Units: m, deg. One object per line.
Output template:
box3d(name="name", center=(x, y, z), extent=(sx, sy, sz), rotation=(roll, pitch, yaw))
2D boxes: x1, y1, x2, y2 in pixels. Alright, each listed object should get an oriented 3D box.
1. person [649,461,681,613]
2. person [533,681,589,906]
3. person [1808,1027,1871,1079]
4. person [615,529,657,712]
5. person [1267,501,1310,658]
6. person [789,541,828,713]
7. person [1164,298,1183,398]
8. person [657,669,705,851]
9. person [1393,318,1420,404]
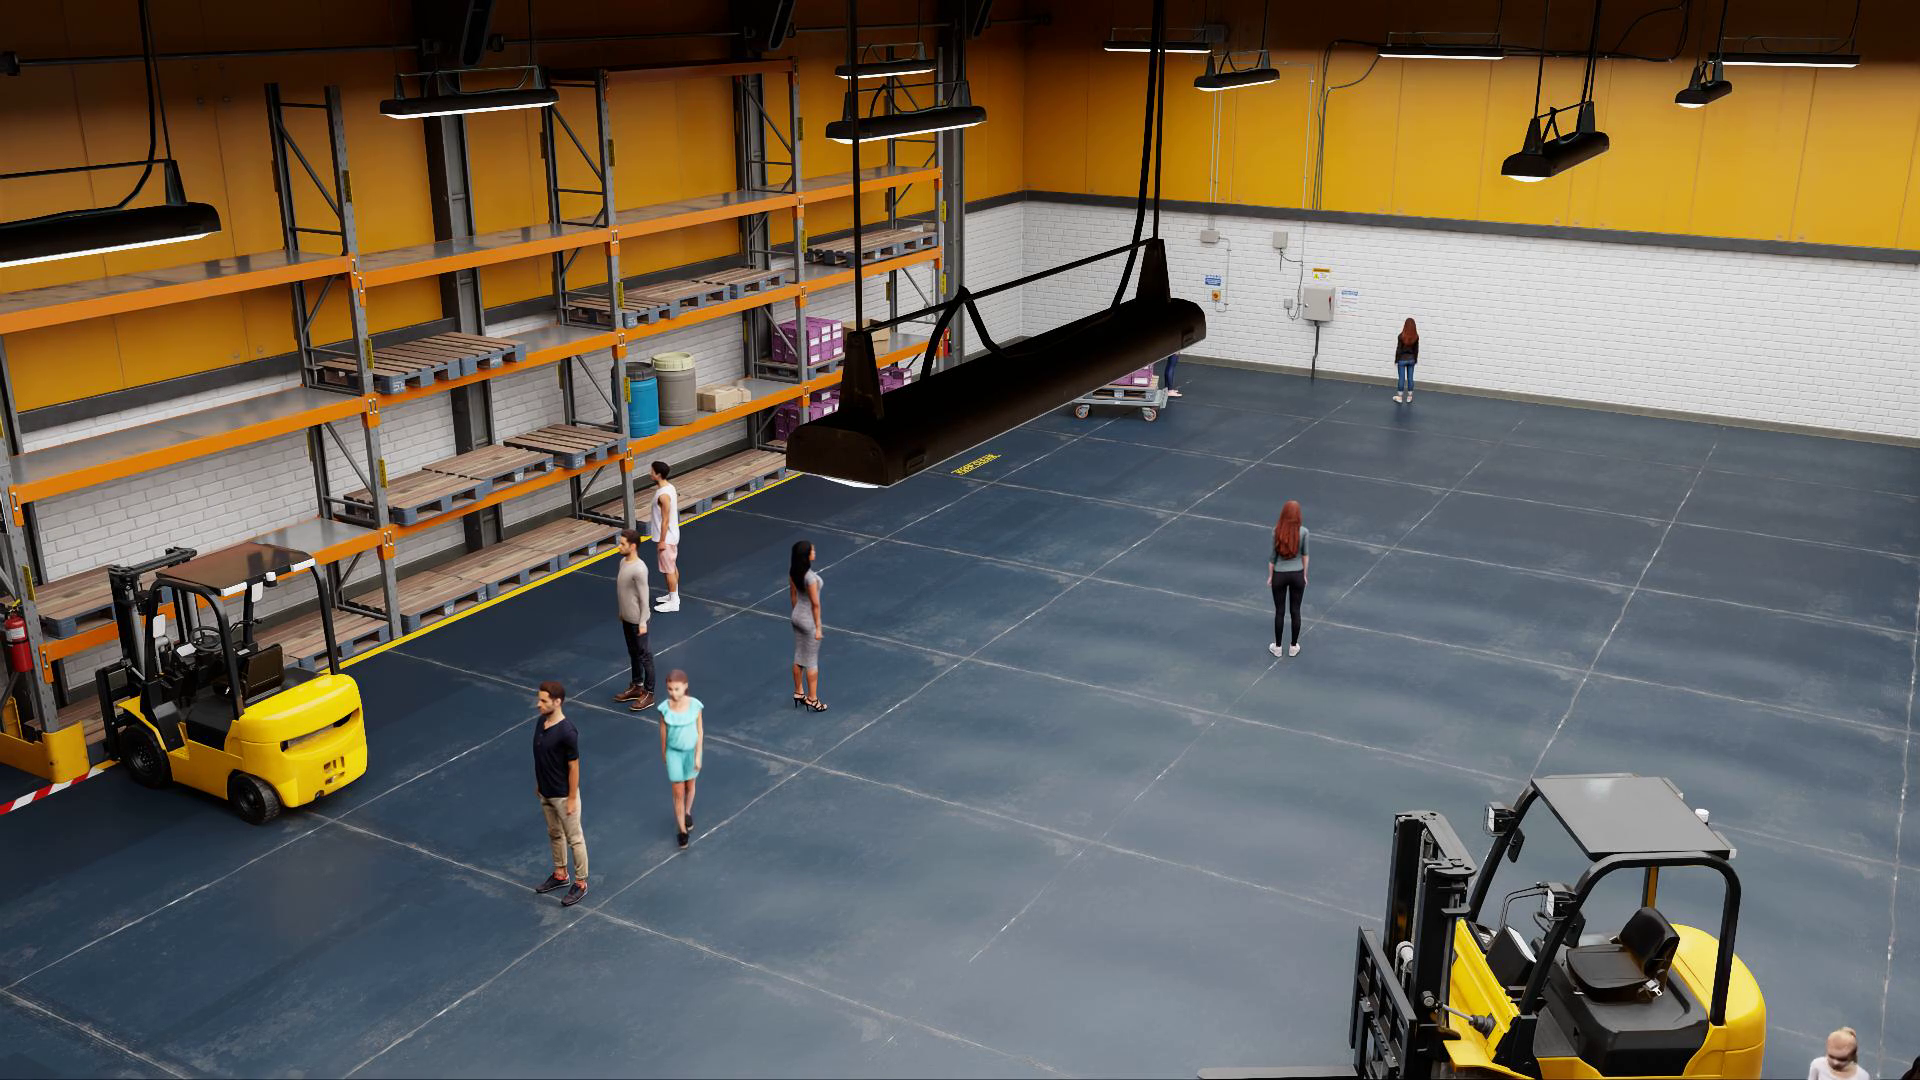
box3d(name="person", center=(-3.409, -0.052, 19.313), extent=(0.794, 1.787, 0.691), rotation=(-1, 19, -4))
box3d(name="person", center=(-3.174, 1.975, 13.181), extent=(0.665, 1.859, 0.579), rotation=(15, 24, 38))
box3d(name="person", center=(5.203, 3.417, 9.836), extent=(0.582, 1.262, 0.675), rotation=(16, 24, 39))
box3d(name="person", center=(-3.259, 0.778, 16.723), extent=(0.696, 1.868, 0.724), rotation=(-15, 24, -37))
box3d(name="person", center=(3.548, 0.416, 17.995), extent=(0.649, 1.742, 0.654), rotation=(2, 19, 5))
box3d(name="person", center=(-1.543, 0.854, 16.634), extent=(0.639, 1.781, 0.648), rotation=(-14, 23, -36))
box3d(name="person", center=(3.757, -3.422, 29.398), extent=(0.713, 1.739, 0.620), rotation=(-1, 19, -2))
box3d(name="person", center=(-2.358, 1.796, 14.231), extent=(0.871, 1.528, 0.967), rotation=(-3, 19, -9))
box3d(name="person", center=(7.780, -3.144, 28.970), extent=(0.644, 1.483, 0.678), rotation=(-2, 19, -7))
